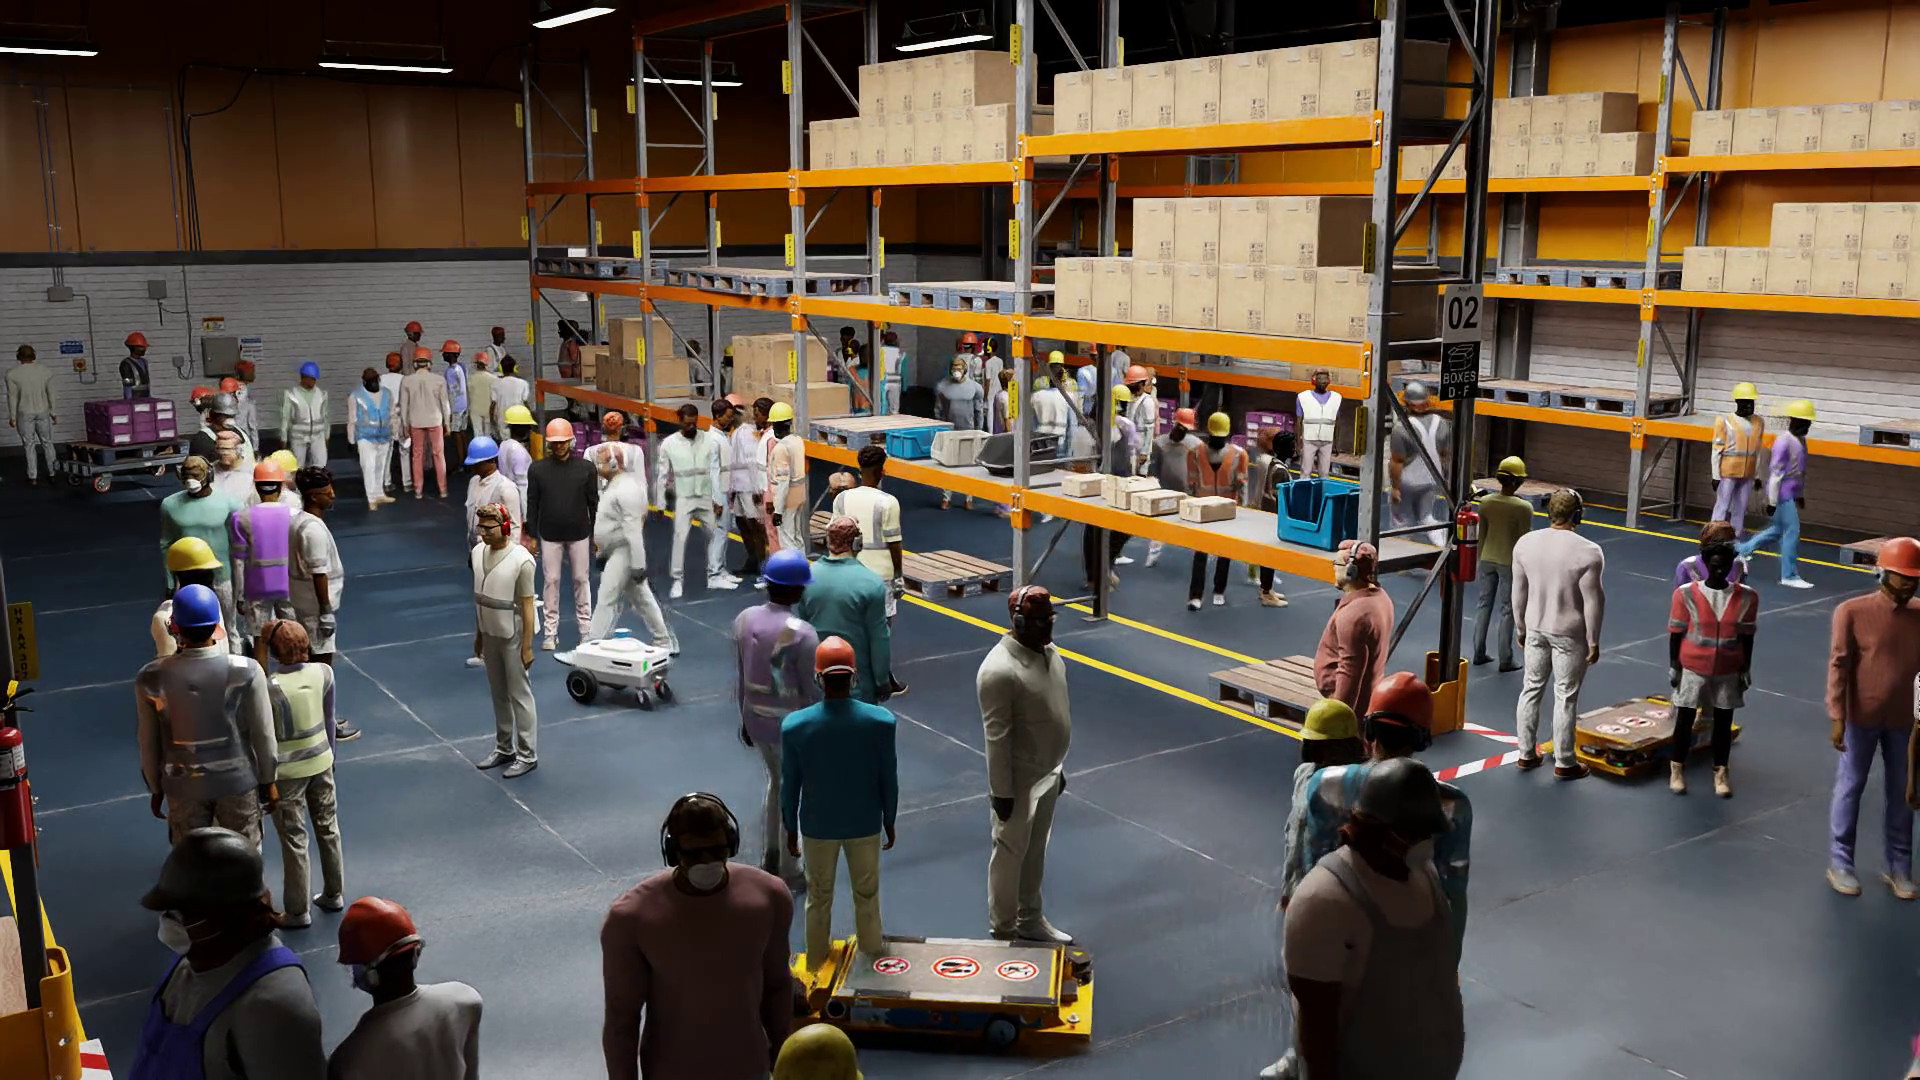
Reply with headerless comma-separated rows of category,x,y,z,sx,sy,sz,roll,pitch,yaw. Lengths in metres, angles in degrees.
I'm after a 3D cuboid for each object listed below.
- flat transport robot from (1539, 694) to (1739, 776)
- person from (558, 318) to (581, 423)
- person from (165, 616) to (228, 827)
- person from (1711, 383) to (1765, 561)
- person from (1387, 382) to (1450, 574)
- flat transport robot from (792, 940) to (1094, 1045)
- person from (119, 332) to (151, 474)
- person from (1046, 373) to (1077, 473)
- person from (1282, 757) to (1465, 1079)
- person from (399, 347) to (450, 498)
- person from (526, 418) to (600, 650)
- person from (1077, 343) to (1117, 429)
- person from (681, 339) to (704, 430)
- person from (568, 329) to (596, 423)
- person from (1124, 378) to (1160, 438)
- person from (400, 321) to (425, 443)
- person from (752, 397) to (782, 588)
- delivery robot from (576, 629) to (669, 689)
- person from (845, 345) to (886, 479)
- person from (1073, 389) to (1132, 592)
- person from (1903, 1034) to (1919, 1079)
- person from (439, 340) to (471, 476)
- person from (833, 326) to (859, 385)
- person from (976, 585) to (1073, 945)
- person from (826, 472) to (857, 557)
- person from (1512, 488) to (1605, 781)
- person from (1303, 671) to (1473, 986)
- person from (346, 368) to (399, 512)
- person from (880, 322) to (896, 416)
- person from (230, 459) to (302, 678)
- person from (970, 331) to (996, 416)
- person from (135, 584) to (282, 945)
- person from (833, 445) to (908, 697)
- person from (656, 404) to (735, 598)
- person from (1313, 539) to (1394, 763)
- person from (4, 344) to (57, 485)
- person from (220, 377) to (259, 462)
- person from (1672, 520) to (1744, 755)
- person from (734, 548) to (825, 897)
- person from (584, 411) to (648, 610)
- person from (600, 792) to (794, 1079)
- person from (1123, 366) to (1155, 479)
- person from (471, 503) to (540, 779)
flat transport robot,4.730,1.338,11.548,1.431,0.197,0.652,-8,14,-36
person,-6.630,-2.774,28.239,0.372,1.966,0.608,-6,12,-26
person,-3.958,1.159,8.709,0.354,1.736,0.573,-1,11,-6
person,8.342,-0.727,17.854,0.592,1.930,0.356,-2,11,-12
person,4.684,-0.622,17.038,0.694,2.000,0.742,-4,12,-19
flat transport robot,-0.100,2.081,7.746,1.431,0.197,0.652,1,11,6
person,-11.820,-1.973,23.992,0.417,2.034,0.603,0,11,0
person,1.362,-1.367,21.608,0.535,1.738,0.550,-1,11,-3
person,1.296,1.636,5.481,0.689,2.000,0.844,-8,13,-34
person,-7.030,-1.539,21.881,0.622,1.987,0.412,-3,11,-14
person,-3.386,-0.053,14.237,0.622,1.993,0.382,-2,11,-12
person,1.873,-1.693,22.516,0.616,2.039,0.388,-5,12,-24
person,-4.048,-2.112,25.167,0.516,1.842,0.328,8,14,37
person,-5.901,-2.319,25.954,0.662,1.941,0.652,5,12,25
person,2.373,-1.326,21.679,0.498,1.634,0.278,6,12,27
person,-8.923,-2.584,27.225,0.413,1.985,0.615,1,11,4
person,-1.882,-0.476,16.646,0.412,1.907,0.595,-2,11,-9
delivery robot,-2.576,0.921,12.711,0.707,0.478,0.477,5,12,26
person,-1.372,-1.845,23.714,0.613,1.891,0.837,4,12,19
person,1.433,-0.493,16.373,0.694,2.000,0.537,-10,15,-43
person,4.369,1.413,6.851,0.696,1.963,0.801,6,13,30
person,-7.218,-1.890,23.777,0.346,1.942,0.546,1,11,3
person,-1.747,-2.410,26.389,0.631,1.961,0.362,5,12,25
person,0.350,1.160,8.259,0.410,1.909,0.642,6,13,29
person,-0.922,0.254,13.592,0.312,1.636,0.520,-3,11,-15
person,3.930,0.617,10.960,0.372,1.940,0.630,-10,15,-42
person,1.592,1.489,6.276,0.607,2.033,0.414,4,12,21
person,-7.447,-1.292,21.140,0.688,1.801,0.663,10,15,41
person,-1.407,-3.085,30.212,0.403,1.824,0.591,-8,14,-35
person,-5.075,0.361,12.321,0.552,1.923,0.391,-5,12,-26
person,0.348,-3.213,30.807,0.633,1.842,0.429,6,13,28
person,-3.634,1.171,8.086,0.614,1.949,0.382,-3,11,-13
person,-0.685,0.242,12.819,0.604,1.960,0.369,6,13,30
person,-2.609,-0.411,16.371,0.817,1.888,0.548,-6,13,-28
person,2.195,0.939,9.394,0.408,1.908,0.646,5,12,26
person,-12.808,-1.732,22.976,0.354,1.937,0.635,9,14,40
person,-8.874,-1.124,20.382,0.557,1.743,0.364,0,11,-2
person,5.147,0.669,11.475,0.546,1.635,0.313,-2,11,-9
person,-0.914,0.987,9.083,0.553,1.929,0.635,-10,15,-41
person,-3.218,-0.266,15.619,0.573,1.883,0.355,-1,11,-6
person,-0.815,1.720,5.311,0.635,1.937,0.352,-6,12,-26
person,2.103,-1.110,19.823,0.376,1.928,0.542,-3,12,-17
person,-3.011,0.650,11.060,0.561,1.836,0.394,8,14,37
